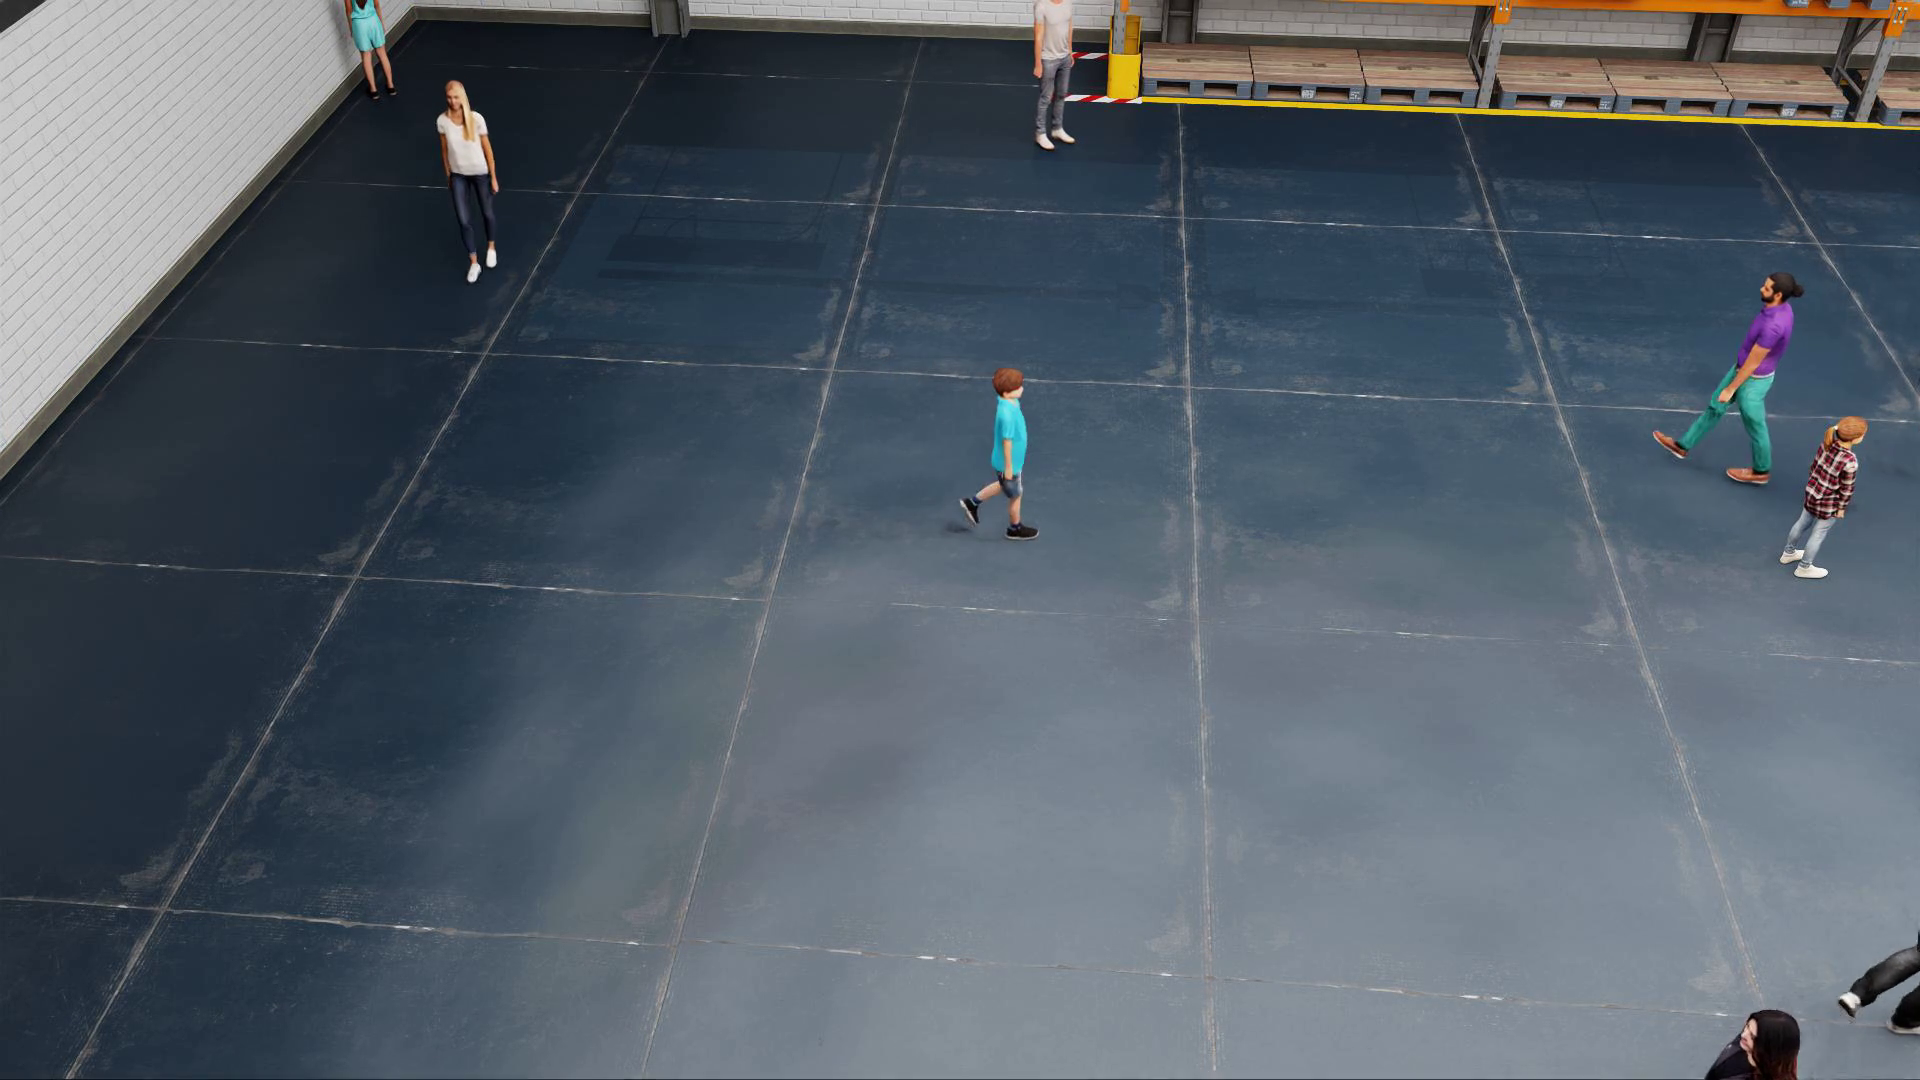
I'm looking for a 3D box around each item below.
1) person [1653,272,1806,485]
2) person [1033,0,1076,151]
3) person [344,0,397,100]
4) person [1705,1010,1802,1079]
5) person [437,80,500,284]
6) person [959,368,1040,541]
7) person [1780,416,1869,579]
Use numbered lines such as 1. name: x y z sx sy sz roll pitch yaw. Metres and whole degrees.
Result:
1. person: 5.958 -1.146 12.305 1.193 1.722 0.869 14 41 17
2. person: 0.939 -4.914 16.893 0.758 1.886 0.808 -30 47 -32
3. person: -6.412 -5.562 17.966 0.618 1.558 0.695 -22 44 -25
4. person: 3.602 2.684 7.596 0.913 1.614 0.671 1 39 1
5. person: -4.373 -3.292 14.934 0.818 1.795 0.780 -4 39 -5
6. person: 0.281 -0.606 11.860 0.809 1.435 0.539 2 39 2
7. person: 6.036 -0.317 11.600 0.605 1.306 0.596 -8 39 -10
